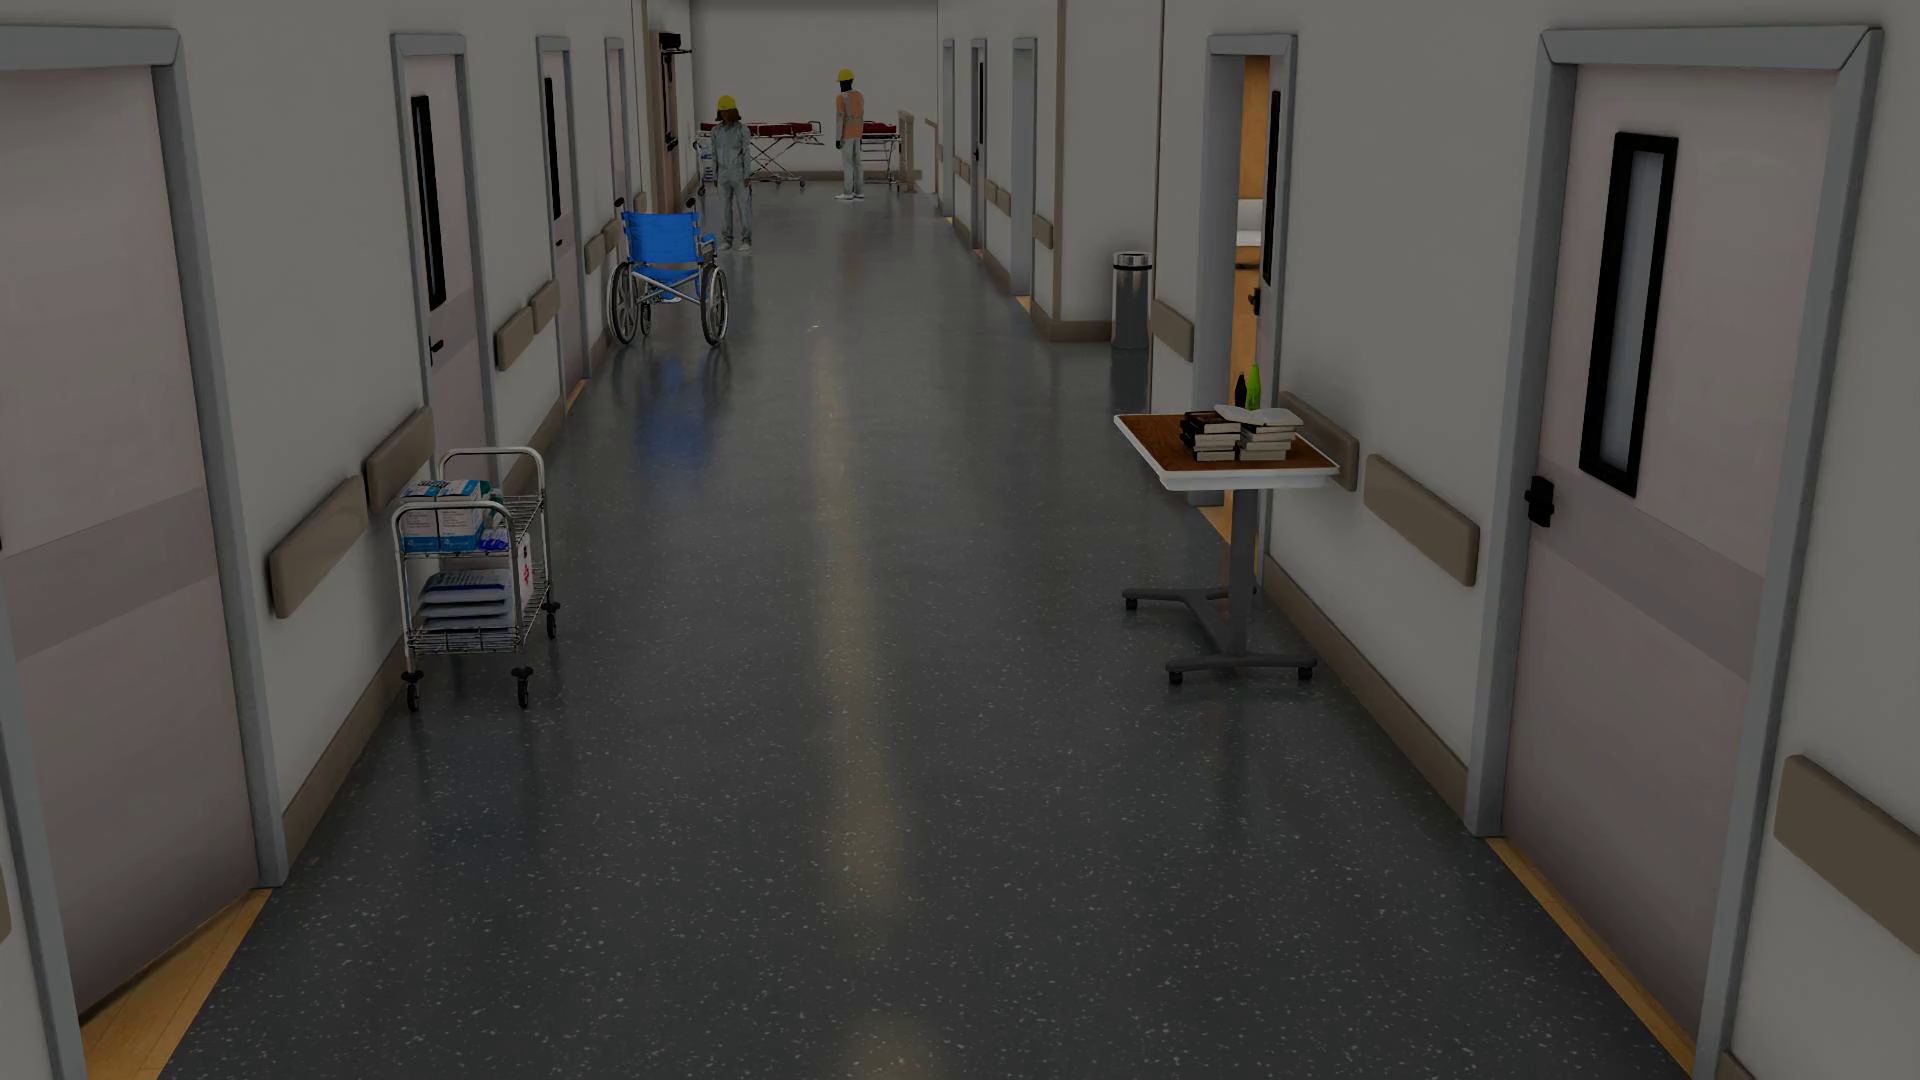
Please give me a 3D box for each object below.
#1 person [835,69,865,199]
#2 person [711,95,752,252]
[{"bbox_3d":[-1.679,-6.113,25.094,0.398,1.920,0.586,11,20,33],"label":"person"},{"bbox_3d":[-2.581,-4.122,18.756,0.480,1.733,0.336,5,17,16],"label":"person"}]
